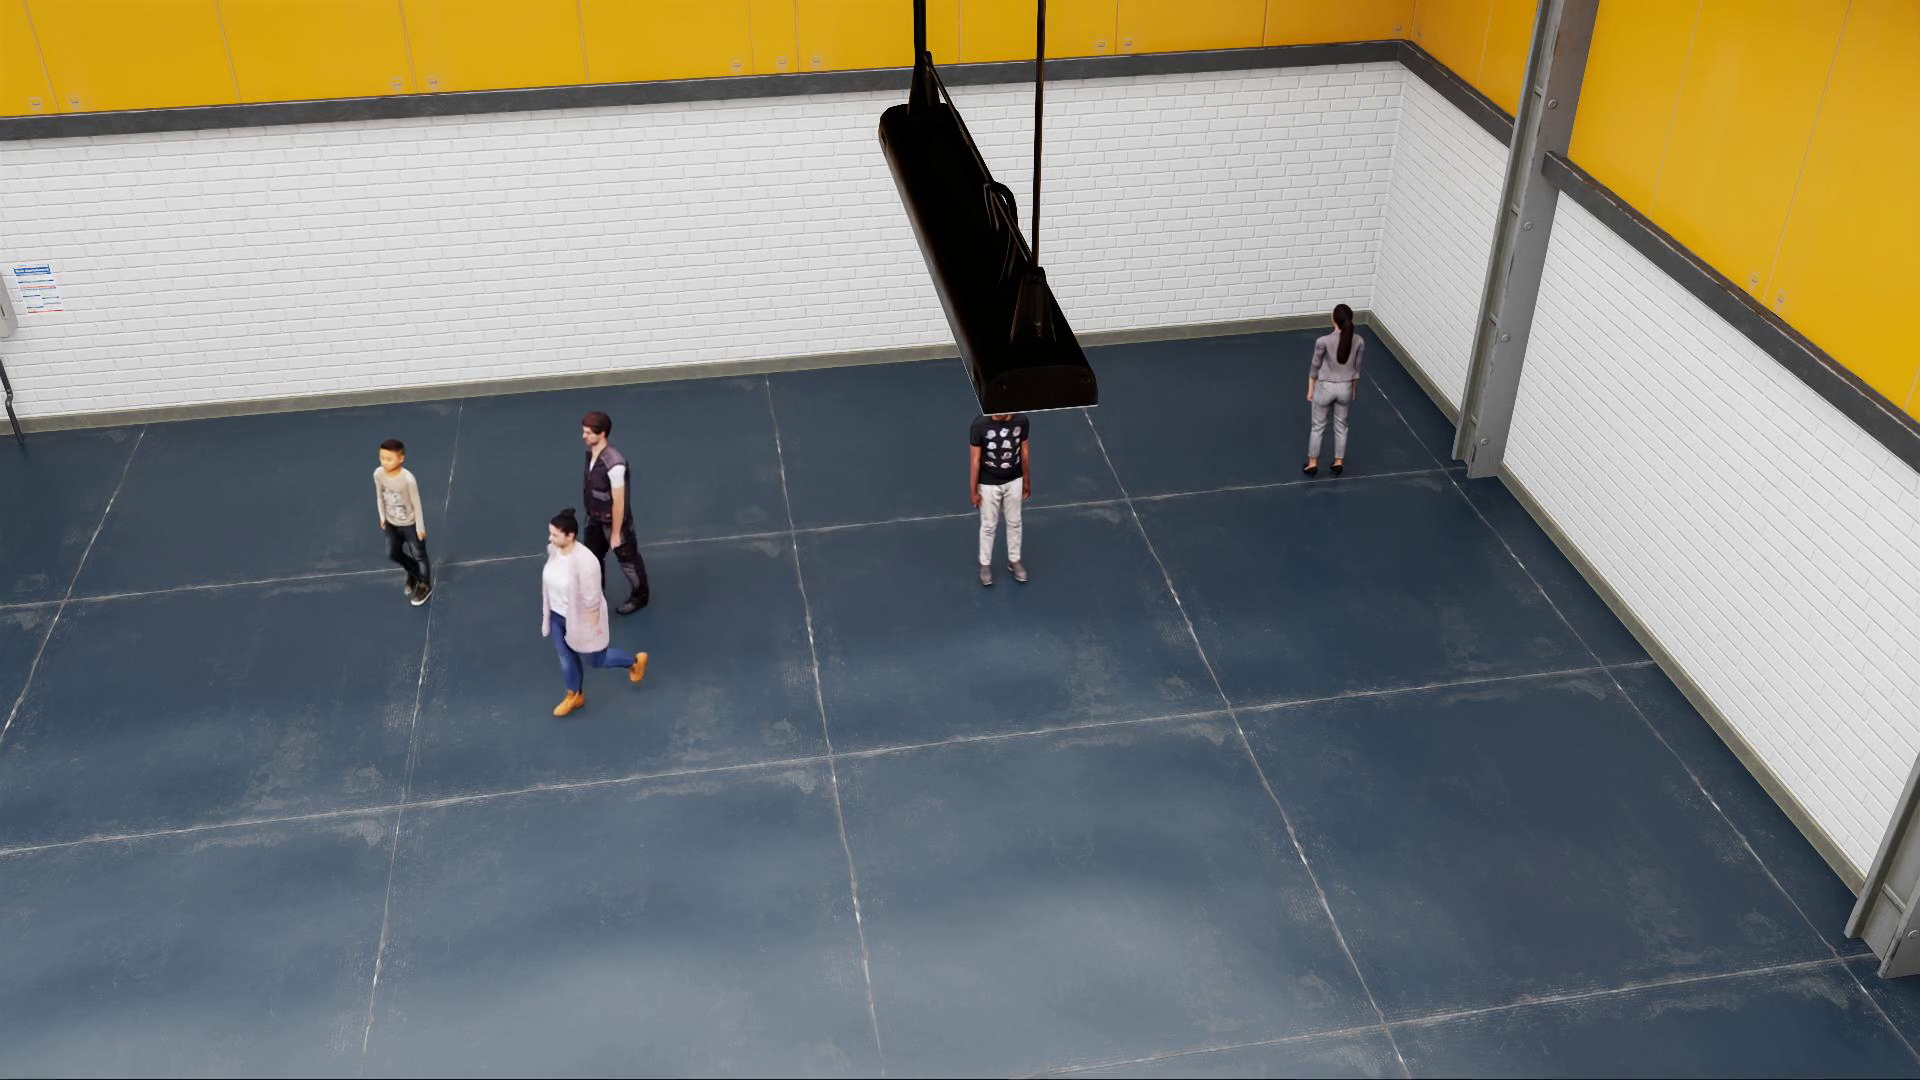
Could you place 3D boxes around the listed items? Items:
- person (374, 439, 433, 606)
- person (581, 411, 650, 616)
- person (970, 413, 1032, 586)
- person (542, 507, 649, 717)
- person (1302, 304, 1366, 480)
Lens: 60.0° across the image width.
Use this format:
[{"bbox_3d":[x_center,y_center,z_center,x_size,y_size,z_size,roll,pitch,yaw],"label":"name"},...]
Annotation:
[{"bbox_3d":[-4.404,-0.188,13.294,0.653,1.460,0.675,9,35,13],"label":"person"},{"bbox_3d":[-2.648,-0.217,13.000,0.981,1.835,0.957,-26,42,-34],"label":"person"},{"bbox_3d":[0.323,-0.476,13.420,0.675,1.801,0.628,-9,35,-13],"label":"person"},{"bbox_3d":[-2.681,0.492,12.033,1.063,1.724,1.066,-28,43,-35],"label":"person"},{"bbox_3d":[3.319,-1.310,14.788,0.620,1.674,0.577,-3,34,-5],"label":"person"}]
